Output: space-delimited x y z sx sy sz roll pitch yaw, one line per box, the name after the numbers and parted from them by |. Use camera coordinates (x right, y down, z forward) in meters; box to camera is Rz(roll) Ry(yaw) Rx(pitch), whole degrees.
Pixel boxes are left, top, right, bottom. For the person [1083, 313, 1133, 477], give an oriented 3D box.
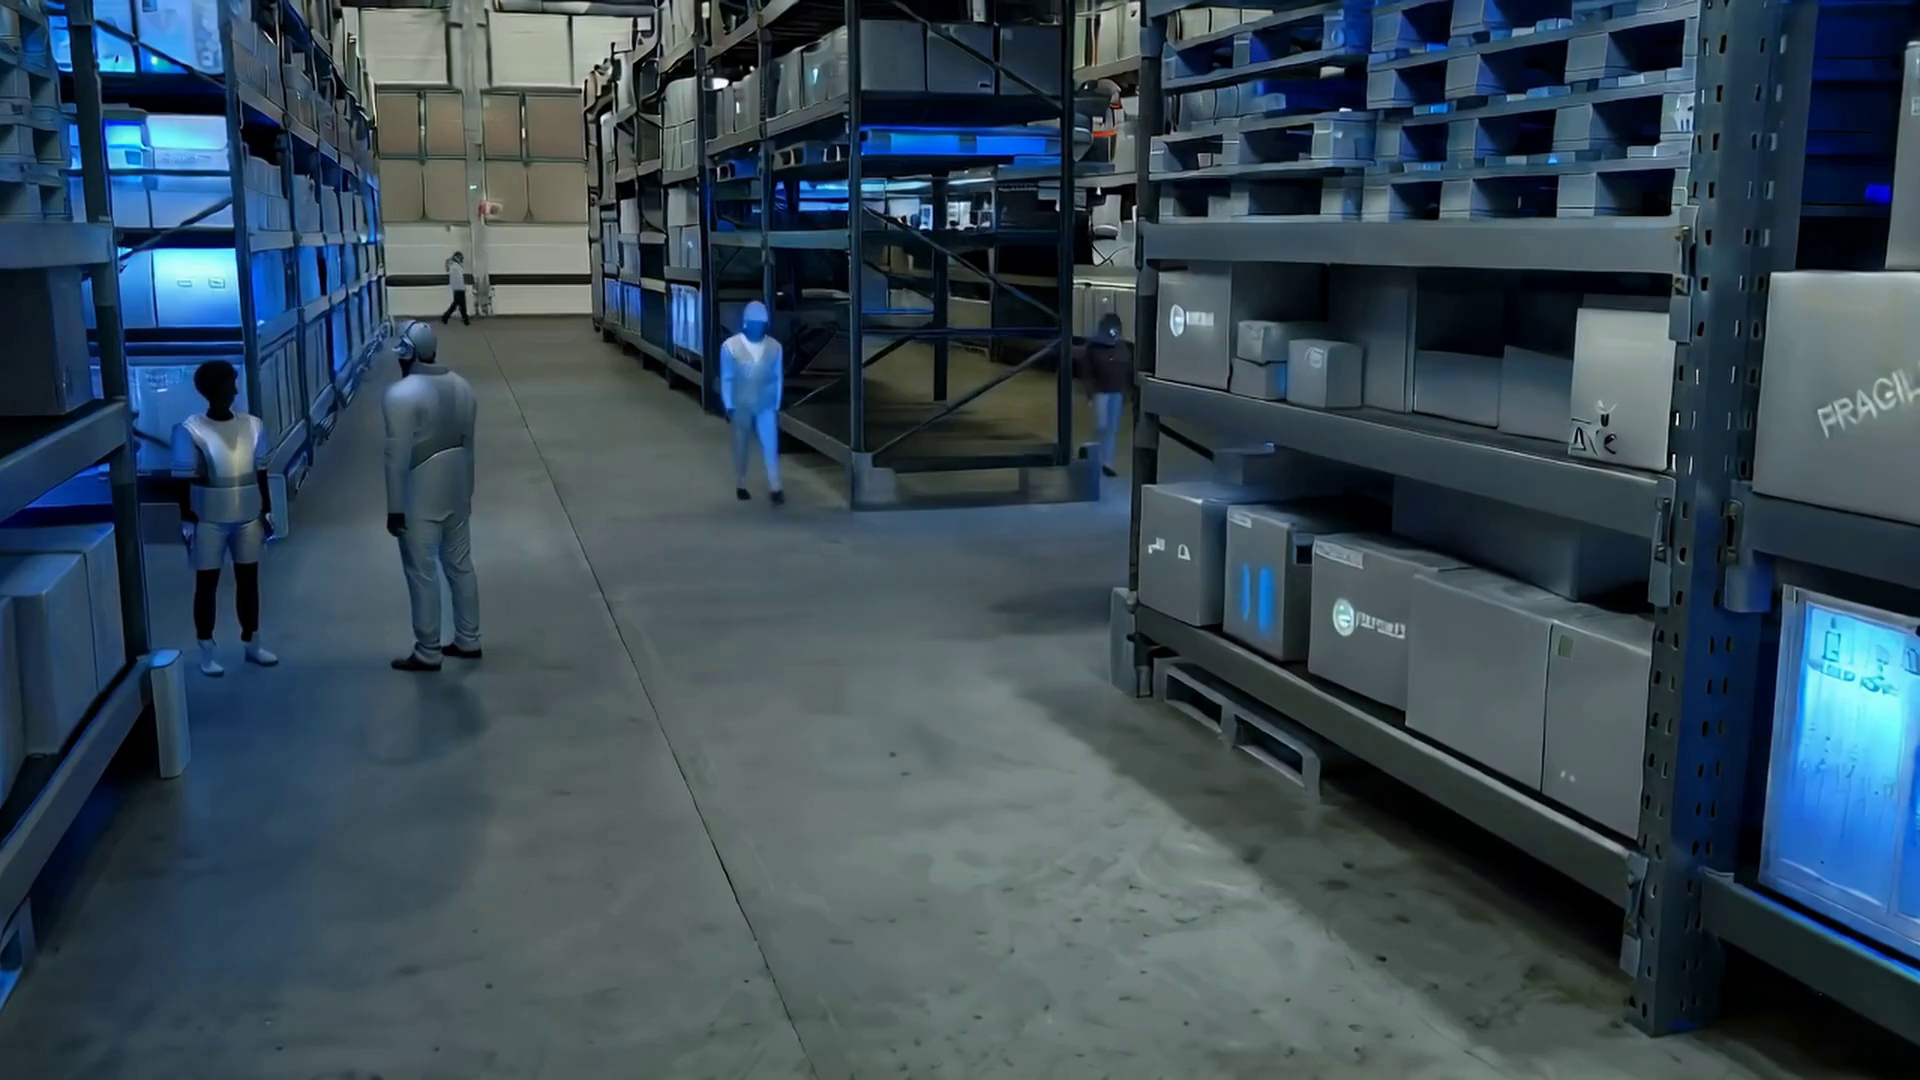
1.451 -1.411 16.277 0.498 1.619 0.351 -6 12 -30 | person

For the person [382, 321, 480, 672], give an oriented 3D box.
-2.904 -0.238 9.079 0.398 1.899 0.649 5 11 24 | person

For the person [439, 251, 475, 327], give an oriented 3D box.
-13.094 -6.493 43.155 0.862 1.972 0.618 -4 11 -23 | person

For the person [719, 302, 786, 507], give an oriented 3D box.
-1.813 -1.189 14.614 0.594 1.784 0.942 -4 11 -20 | person

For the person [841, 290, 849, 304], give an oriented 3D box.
-2.789 -6.573 43.595 0.841 1.965 0.658 -4 11 -23 | person

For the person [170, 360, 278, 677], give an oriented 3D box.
-3.968 -0.124 8.992 0.319 1.698 0.532 9 14 40 | person

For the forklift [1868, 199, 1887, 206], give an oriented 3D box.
11.338 -2.915 21.052 1.129 2.768 1.873 -3 11 -17 | forklift
